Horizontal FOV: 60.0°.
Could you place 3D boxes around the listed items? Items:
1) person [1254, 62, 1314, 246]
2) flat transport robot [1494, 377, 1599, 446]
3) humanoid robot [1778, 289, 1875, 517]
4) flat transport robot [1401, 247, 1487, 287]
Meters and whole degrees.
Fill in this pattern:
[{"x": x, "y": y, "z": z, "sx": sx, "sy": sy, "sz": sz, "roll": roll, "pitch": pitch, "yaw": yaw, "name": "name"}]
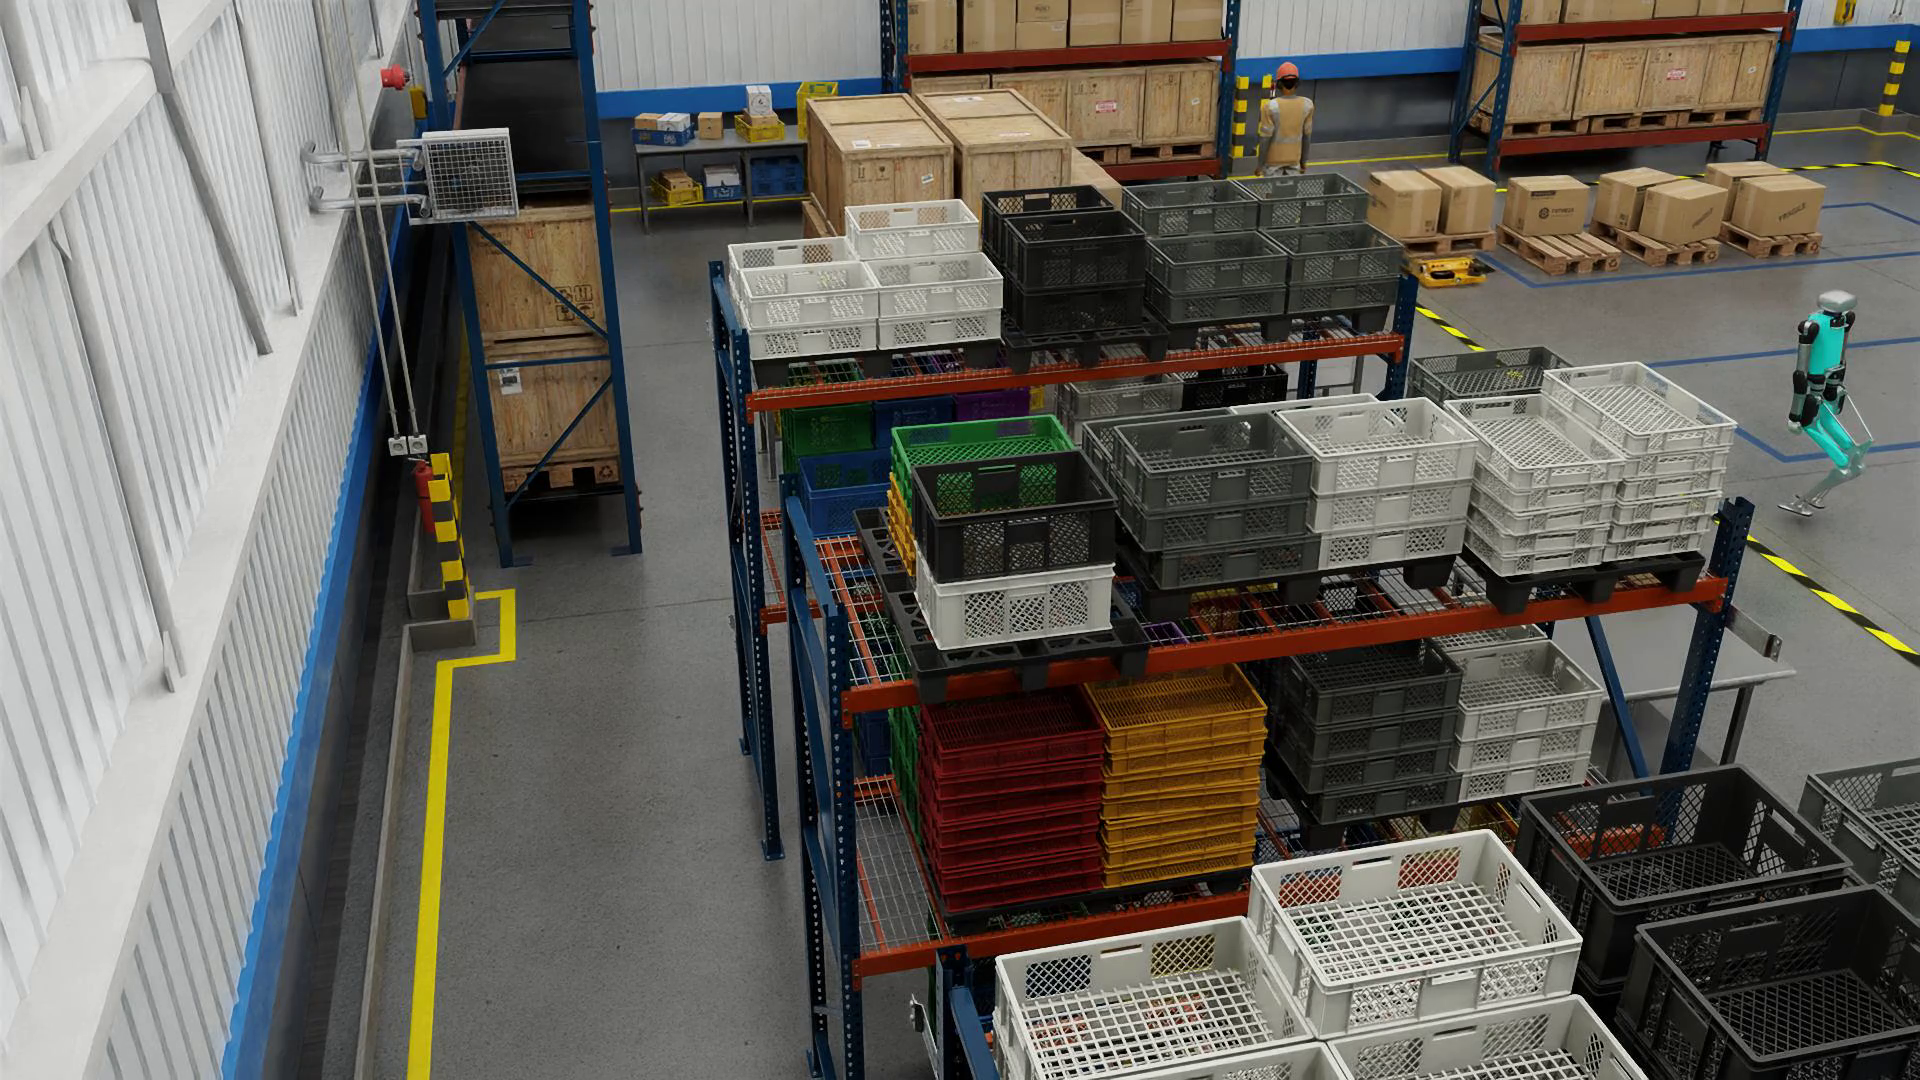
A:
[{"x": 3.467, "y": -4.118, "z": 17.971, "sx": 0.611, "sy": 2.029, "sz": 0.401, "roll": -8, "pitch": 29, "yaw": -14, "name": "person"}, {"x": 4.780, "y": -1.036, "z": 14.013, "sx": 0.659, "sy": 0.231, "sz": 1.431, "roll": -6, "pitch": 28, "yaw": -12, "name": "flat transport robot"}, {"x": 6.402, "y": -0.945, "z": 12.118, "sx": 0.533, "sy": 1.679, "sz": 0.735, "roll": -16, "pitch": 32, "yaw": -27, "name": "humanoid robot"}, {"x": 4.988, "y": -3.045, "z": 17.794, "sx": 0.652, "sy": 0.197, "sz": 1.431, "roll": -6, "pitch": 28, "yaw": -12, "name": "flat transport robot"}]
